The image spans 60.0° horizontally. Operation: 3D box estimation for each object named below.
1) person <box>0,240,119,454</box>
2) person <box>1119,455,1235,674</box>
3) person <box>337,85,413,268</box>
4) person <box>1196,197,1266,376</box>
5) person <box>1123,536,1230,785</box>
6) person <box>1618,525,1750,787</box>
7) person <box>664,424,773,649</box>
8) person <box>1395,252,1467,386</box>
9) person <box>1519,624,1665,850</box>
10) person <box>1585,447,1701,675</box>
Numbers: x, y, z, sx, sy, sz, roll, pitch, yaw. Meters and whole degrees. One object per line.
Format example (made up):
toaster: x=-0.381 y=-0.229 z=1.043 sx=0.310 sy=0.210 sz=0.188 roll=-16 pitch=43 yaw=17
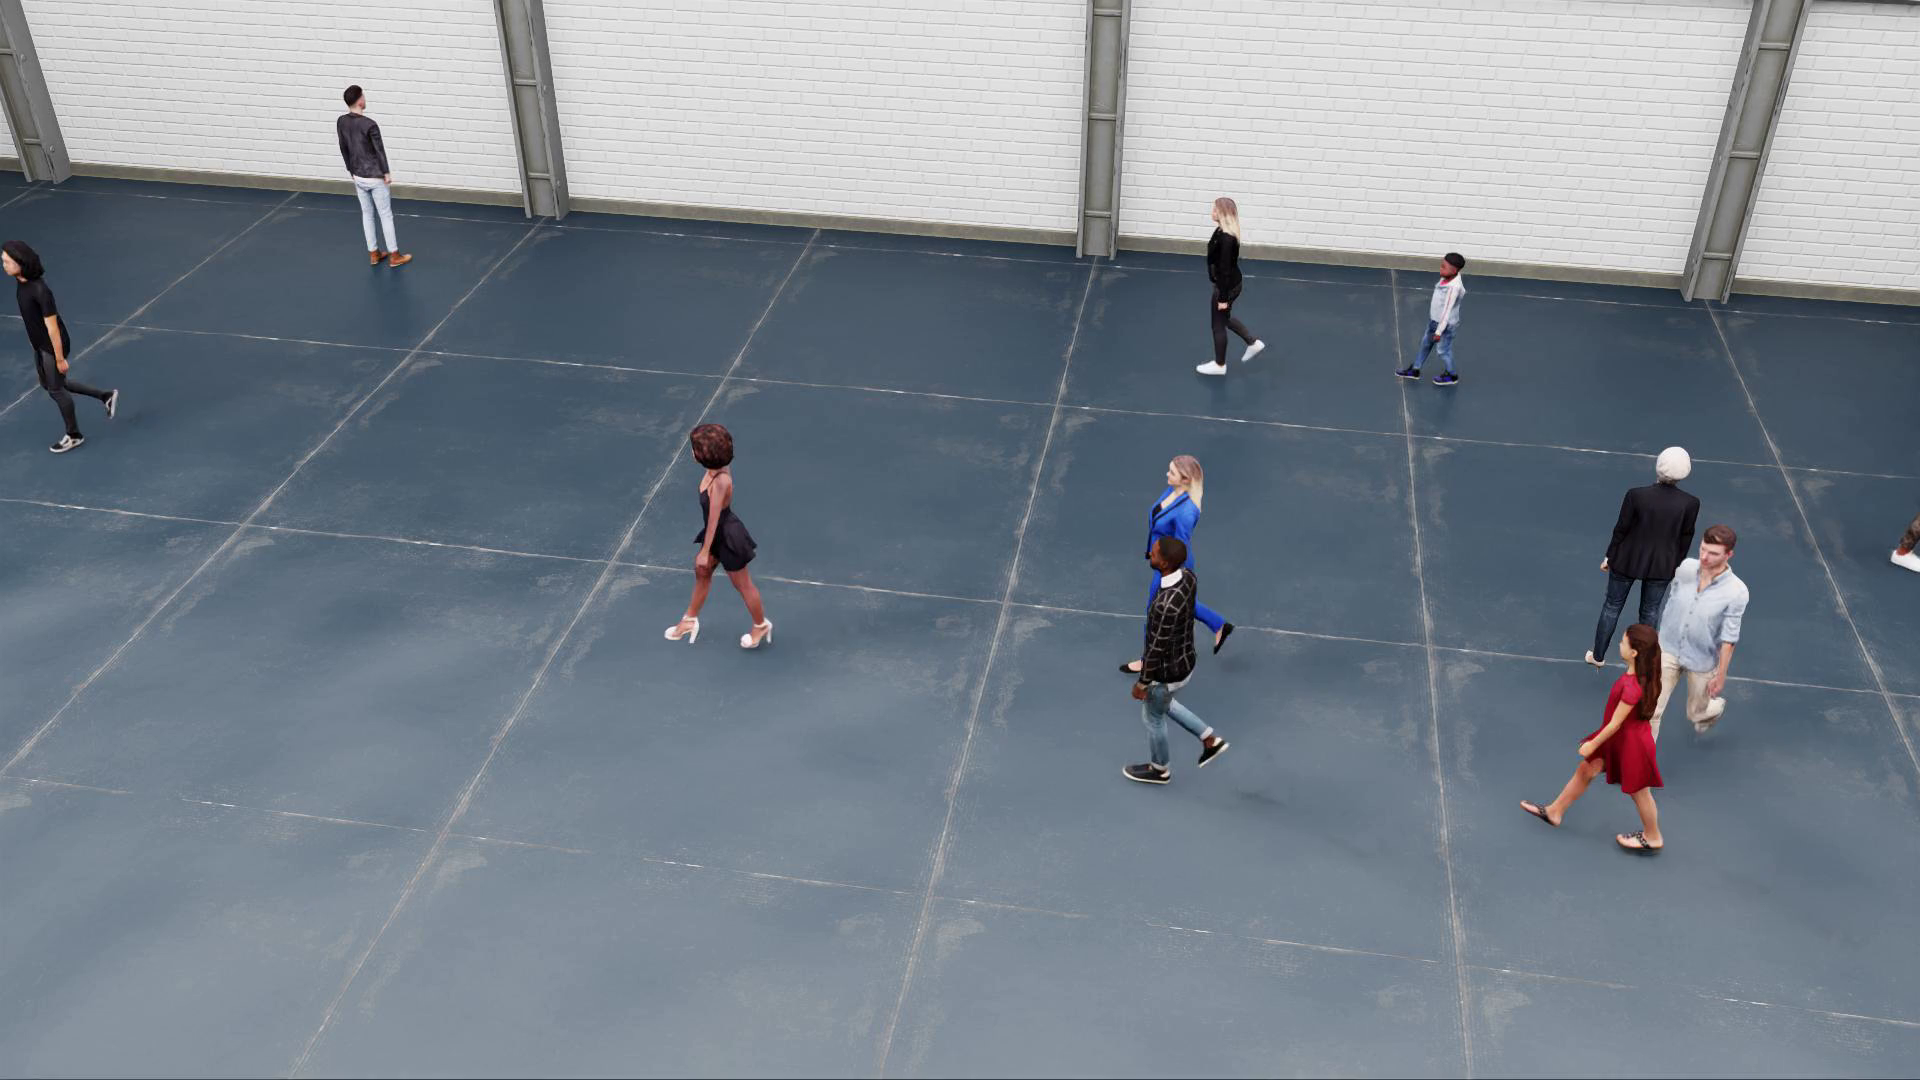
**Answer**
person: x=-7.350 y=-1.626 z=13.571 sx=0.998 sy=1.819 sz=0.962 roll=-26 pitch=42 yaw=-34
person: x=1.487 y=0.185 z=10.972 sx=1.069 sy=1.679 sz=0.775 roll=-2 pitch=34 yaw=-3
person: x=-5.873 y=-3.615 z=16.547 sx=0.551 sy=1.835 sz=0.753 roll=12 pitch=35 yaw=17
person: x=2.411 y=-2.189 z=14.555 sx=0.828 sy=1.666 sz=0.646 roll=4 pitch=34 yaw=6
person: x=1.331 y=0.785 z=9.959 sx=0.906 sy=1.801 sz=0.744 roll=12 pitch=36 yaw=18
person: x=4.484 y=0.679 z=10.105 sx=1.128 sy=1.816 sz=1.112 roll=-24 pitch=40 yaw=-31
person: x=-1.486 y=0.012 z=11.159 sx=1.037 sy=1.761 sz=0.820 roll=-9 pitch=35 yaw=-14
person: x=4.277 y=-1.920 z=14.535 sx=0.781 sy=1.241 sz=0.549 roll=2 pitch=34 yaw=3
person: x=3.916 y=1.202 z=9.600 sx=1.094 sy=1.504 sz=0.667 roll=13 pitch=36 yaw=19
person: x=4.382 y=0.126 z=10.685 sx=0.639 sy=1.772 sz=0.726 roll=9 pitch=35 yaw=13
